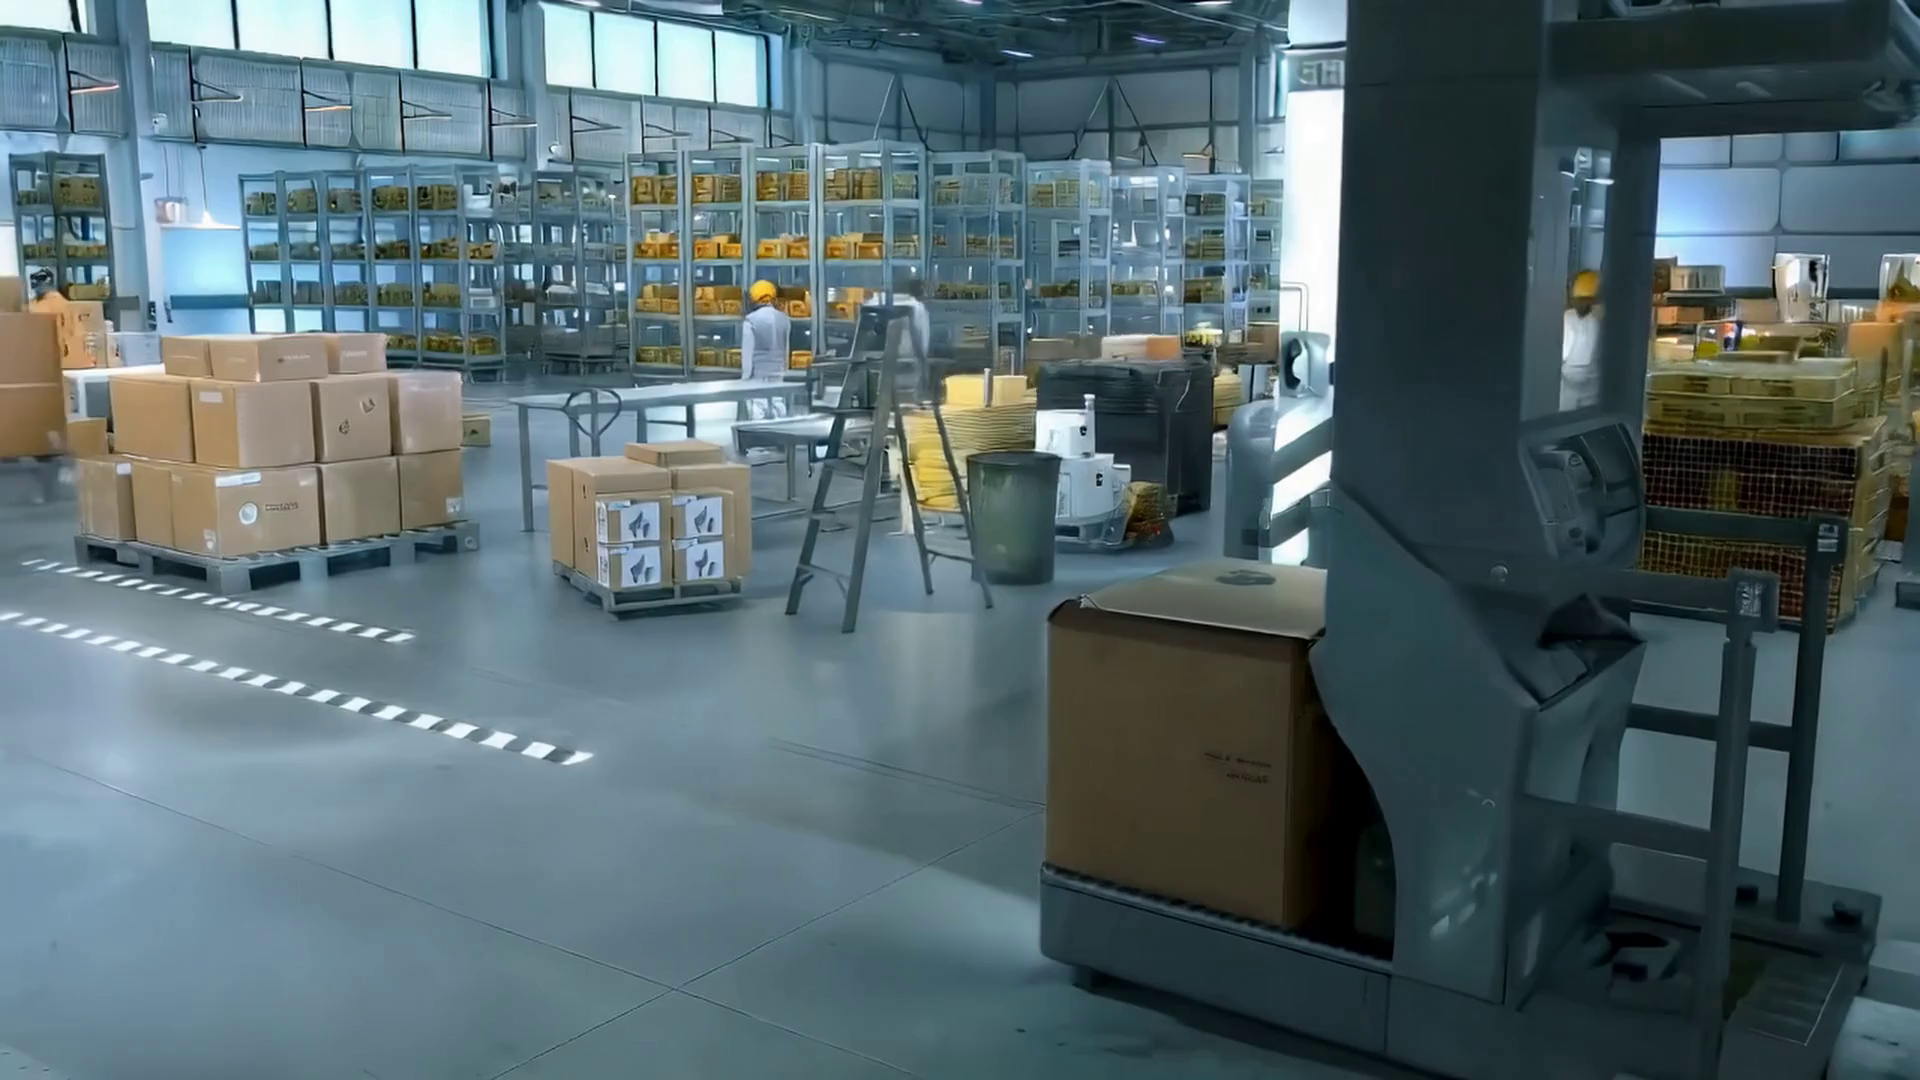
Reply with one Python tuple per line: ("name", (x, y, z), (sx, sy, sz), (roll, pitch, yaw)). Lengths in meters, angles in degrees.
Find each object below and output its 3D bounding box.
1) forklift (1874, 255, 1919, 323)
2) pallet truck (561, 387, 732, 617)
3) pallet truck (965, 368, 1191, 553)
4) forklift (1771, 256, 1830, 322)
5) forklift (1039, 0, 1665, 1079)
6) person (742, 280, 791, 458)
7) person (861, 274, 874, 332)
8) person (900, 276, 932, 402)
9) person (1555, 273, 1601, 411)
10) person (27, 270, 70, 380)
("forklift", (22.089, -5.634, 38.796), (1.157, 1.987, 2.680), (6, 11, 33))
("pallet truck", (-1.981, -0.274, 10.088), (0.680, 1.201, 1.601), (-5, 11, -28))
("pallet truck", (0.845, -0.609, 11.869), (1.630, 1.274, 0.653), (7, 12, 35))
("forklift", (20.253, -5.854, 40.139), (1.157, 1.987, 2.680), (7, 12, 35))
("forklift", (1.249, -0.137, 4.360), (1.873, 2.768, 1.129), (7, 12, 35))
("person", (-1.983, -1.706, 16.818), (0.403, 1.833, 0.586), (9, 13, 44))
("person", (-1.854, -4.305, 32.365), (0.623, 1.816, 0.604), (-6, 11, -32))
("person", (-0.514, -2.331, 20.530), (0.429, 1.830, 0.606), (-2, 10, -10))
("person", (5.461, -1.409, 14.813), (0.624, 1.908, 0.794), (5, 11, 26))
("person", (-11.622, -2.476, 21.184), (0.655, 1.906, 0.407), (3, 10, 20))
